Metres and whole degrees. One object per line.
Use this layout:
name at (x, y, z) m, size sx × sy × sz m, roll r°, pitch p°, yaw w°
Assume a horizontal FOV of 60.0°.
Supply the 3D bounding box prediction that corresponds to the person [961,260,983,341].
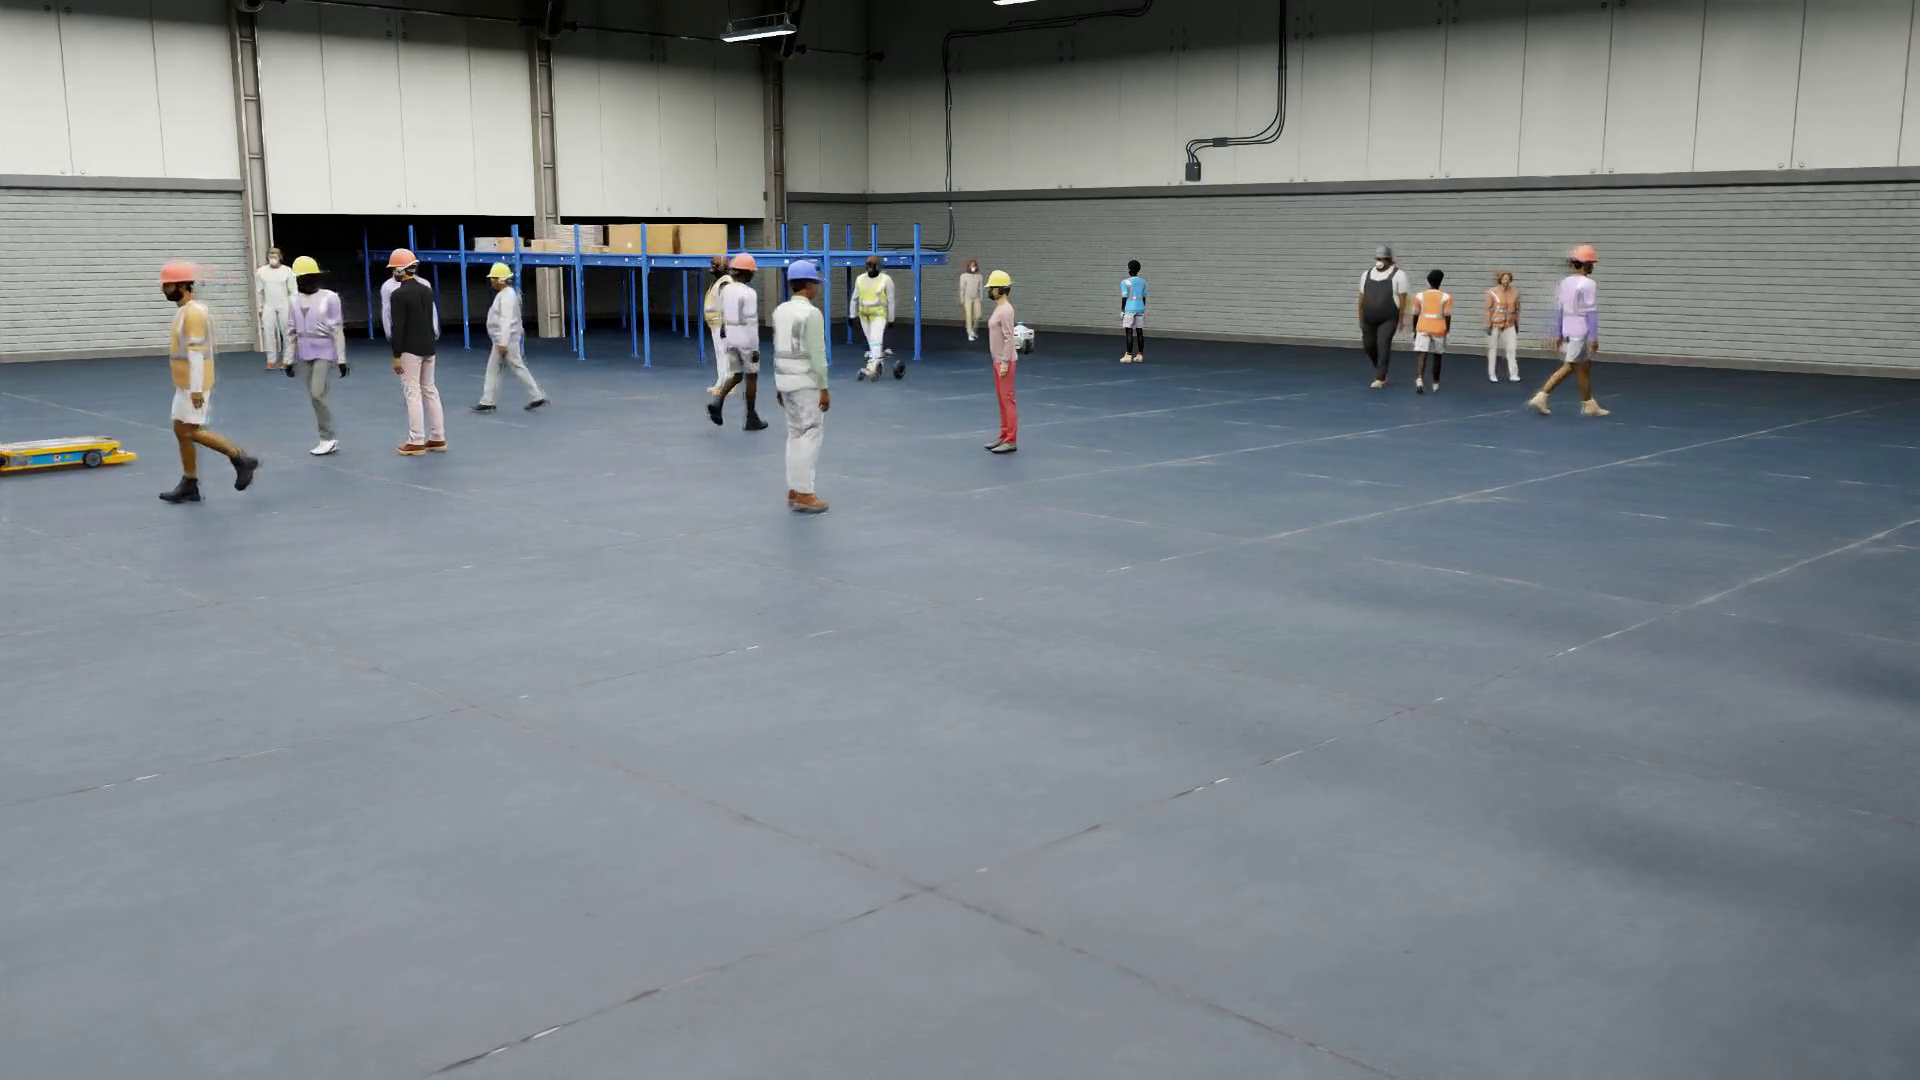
person at (0.245, -4.825, 33.490) m, size 0.504 × 1.622 × 0.344 m, roll -3°, pitch 11°, yaw -18°

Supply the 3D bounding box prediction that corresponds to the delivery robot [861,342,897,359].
delivery robot at (-1.194, -2.811, 24.563) m, size 0.335 × 0.223 × 0.698 m, roll 6°, pitch 12°, yaw 30°

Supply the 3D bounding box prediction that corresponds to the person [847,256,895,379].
person at (-1.330, -3.274, 24.563) m, size 0.646 × 1.792 × 0.960 m, roll 6°, pitch 12°, yaw 29°

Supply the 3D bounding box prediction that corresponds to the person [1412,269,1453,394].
person at (6.323, -2.801, 22.332) m, size 0.533 × 1.662 × 0.824 m, roll 5°, pitch 11°, yaw 24°

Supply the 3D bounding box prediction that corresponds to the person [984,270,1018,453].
person at (0.399, -1.744, 16.288) m, size 0.330 × 1.769 × 0.526 m, roll -1°, pitch 10°, yaw -7°

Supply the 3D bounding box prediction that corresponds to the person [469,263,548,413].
person at (-5.413, -2.418, 19.902) m, size 0.909 × 1.792 × 0.603 m, roll -4°, pitch 11°, yaw -21°

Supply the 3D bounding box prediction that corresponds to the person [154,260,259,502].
person at (-6.074, -1.268, 13.286) m, size 0.659 × 1.916 × 0.558 m, roll -7°, pitch 13°, yaw -35°

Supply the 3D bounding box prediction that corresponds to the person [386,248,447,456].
person at (-5.342, -1.835, 16.212) m, size 0.414 × 1.986 × 0.605 m, roll 3°, pitch 11°, yaw 18°

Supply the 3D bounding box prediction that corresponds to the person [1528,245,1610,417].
person at (7.133, -2.421, 19.368) m, size 1.037 × 2.009 × 0.616 m, roll -1°, pitch 10°, yaw -7°

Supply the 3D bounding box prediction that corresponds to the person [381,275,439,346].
person at (-7.022, -2.699, 21.244) m, size 0.636 × 1.867 × 0.985 m, roll -7°, pitch 13°, yaw -34°

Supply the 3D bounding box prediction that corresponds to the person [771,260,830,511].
person at (-1.203, -1.202, 12.963) m, size 0.438 × 1.914 × 0.760 m, roll -7°, pitch 13°, yaw -35°

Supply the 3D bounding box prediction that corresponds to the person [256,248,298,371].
person at (-10.656, -3.582, 25.912) m, size 0.660 × 1.906 × 0.847 m, roll -1°, pitch 10°, yaw -4°

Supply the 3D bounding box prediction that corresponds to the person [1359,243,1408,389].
person at (5.929, -3.154, 23.341) m, size 0.690 × 2.000 × 0.752 m, roll 8°, pitch 13°, yaw 37°

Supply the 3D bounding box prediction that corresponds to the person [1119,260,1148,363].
person at (2.888, -3.809, 27.739) m, size 0.536 × 1.696 × 0.318 m, roll -7°, pitch 13°, yaw -34°

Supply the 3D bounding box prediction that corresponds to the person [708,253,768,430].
person at (-2.401, -2.147, 18.049) m, size 0.563 × 1.923 × 0.650 m, roll 9°, pitch 14°, yaw 42°

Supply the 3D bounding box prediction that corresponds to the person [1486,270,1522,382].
person at (7.799, -3.044, 23.790) m, size 0.531 × 1.603 × 0.785 m, roll -1°, pitch 10°, yaw -4°

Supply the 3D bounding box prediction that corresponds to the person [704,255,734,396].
person at (-3.183, -2.848, 22.097) m, size 0.429 × 1.846 × 0.627 m, roll -4°, pitch 11°, yaw -20°

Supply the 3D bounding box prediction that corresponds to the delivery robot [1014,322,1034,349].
delivery robot at (1.086, -3.695, 30.093) m, size 0.477 × 0.478 × 0.707 m, roll 4°, pitch 11°, yaw 22°

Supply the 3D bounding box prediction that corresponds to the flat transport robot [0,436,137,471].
flat transport robot at (-8.415, -0.780, 15.229) m, size 0.652 × 0.197 × 1.431 m, roll 9°, pitch 14°, yaw 40°

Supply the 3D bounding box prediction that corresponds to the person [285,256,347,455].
person at (-6.224, -1.755, 15.953) m, size 0.613 × 1.905 × 0.579 m, roll 4°, pitch 11°, yaw 21°
